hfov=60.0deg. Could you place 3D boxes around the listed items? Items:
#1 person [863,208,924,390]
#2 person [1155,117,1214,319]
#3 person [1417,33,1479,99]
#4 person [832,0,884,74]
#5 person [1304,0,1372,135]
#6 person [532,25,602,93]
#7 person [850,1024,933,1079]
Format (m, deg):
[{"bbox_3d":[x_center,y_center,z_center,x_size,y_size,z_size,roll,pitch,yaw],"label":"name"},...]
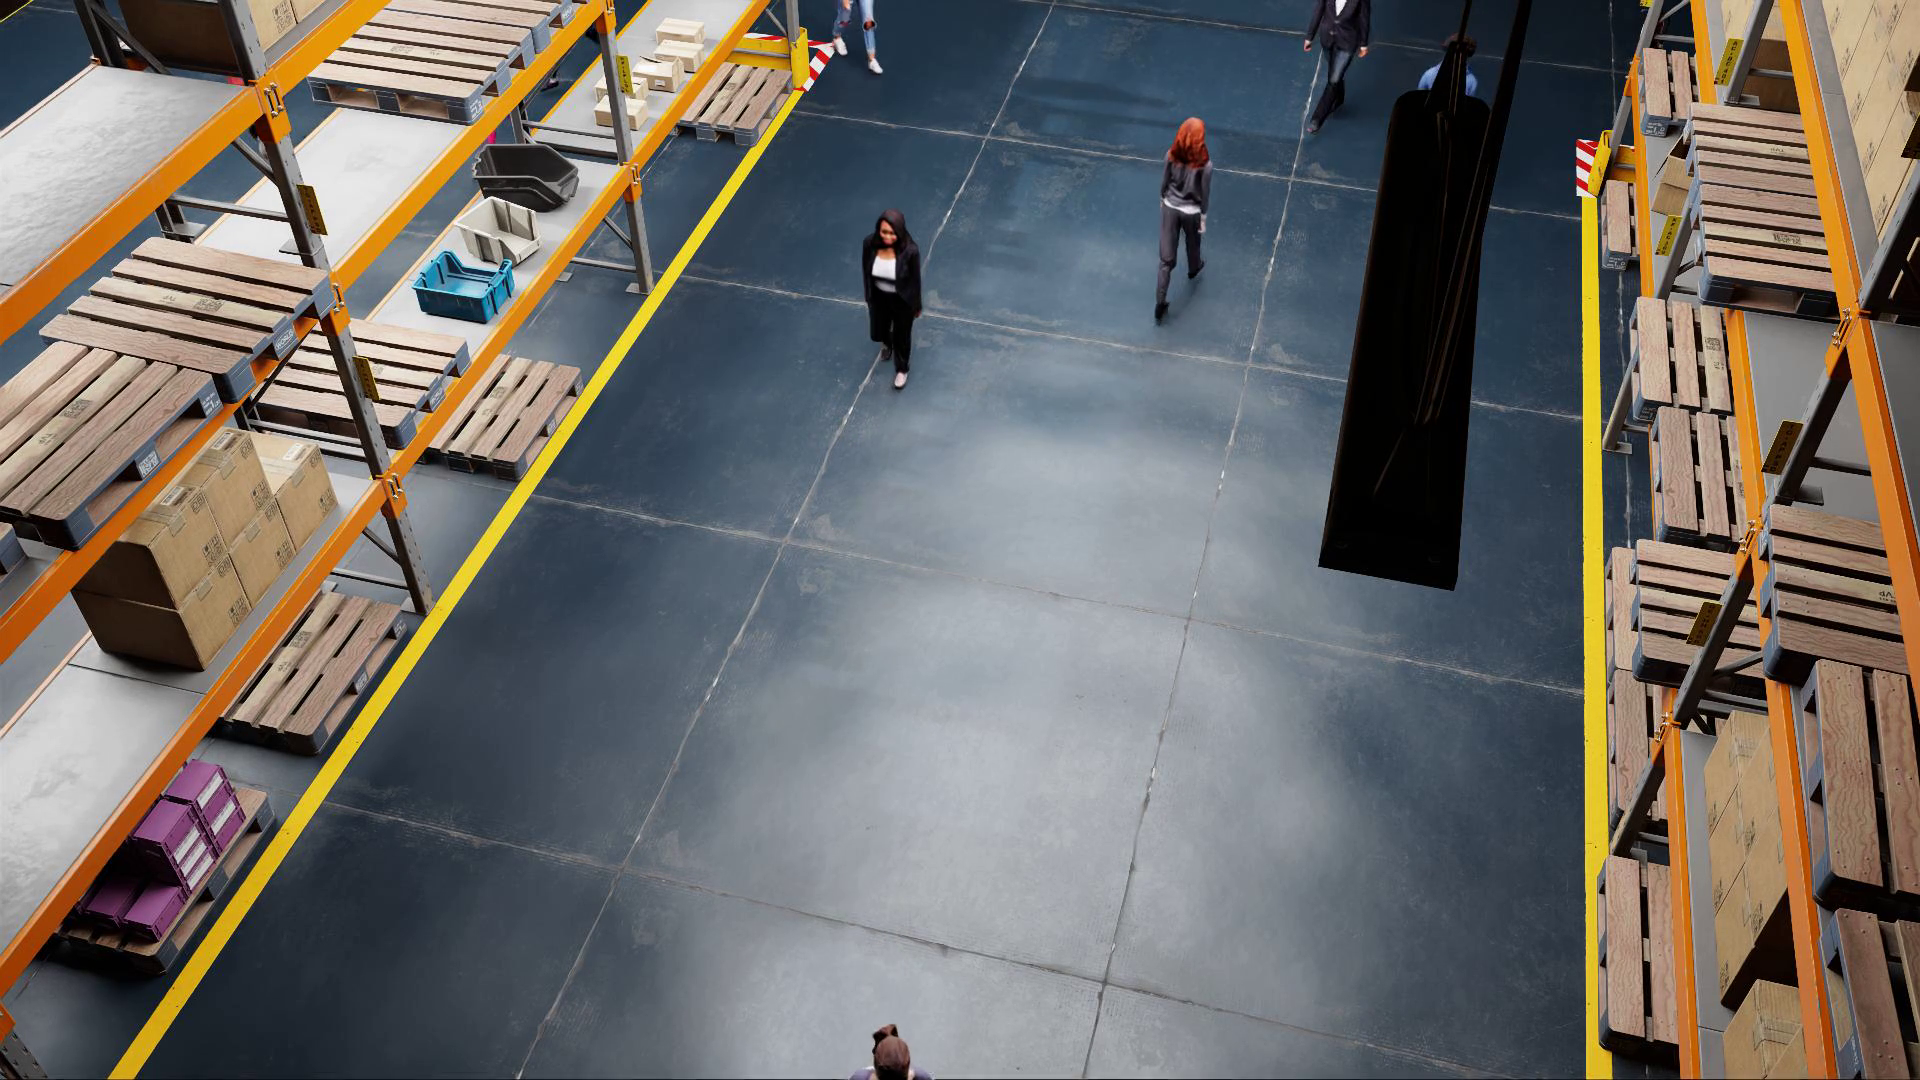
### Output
[{"bbox_3d":[-0.507,-1.964,13.152,0.674,1.601,0.770,6,44,6],"label":"person"},{"bbox_3d":[1.802,-2.627,13.766,0.760,1.715,1.188,19,47,18],"label":"person"},{"bbox_3d":[4.312,-3.689,14.825,0.806,1.793,0.920,21,47,21],"label":"person"},{"bbox_3d":[-1.124,-5.635,17.007,1.047,1.600,1.132,-20,47,-20],"label":"person"},{"bbox_3d":[3.712,-4.880,16.092,1.018,1.769,1.264,29,51,27],"label":"person"},{"bbox_3d":[-3.926,-5.452,16.679,1.282,1.787,1.201,-23,48,-22],"label":"person"},{"bbox_3d":[-0.328,2.815,8.036,0.851,1.738,1.081,-5,44,-5],"label":"person"}]
